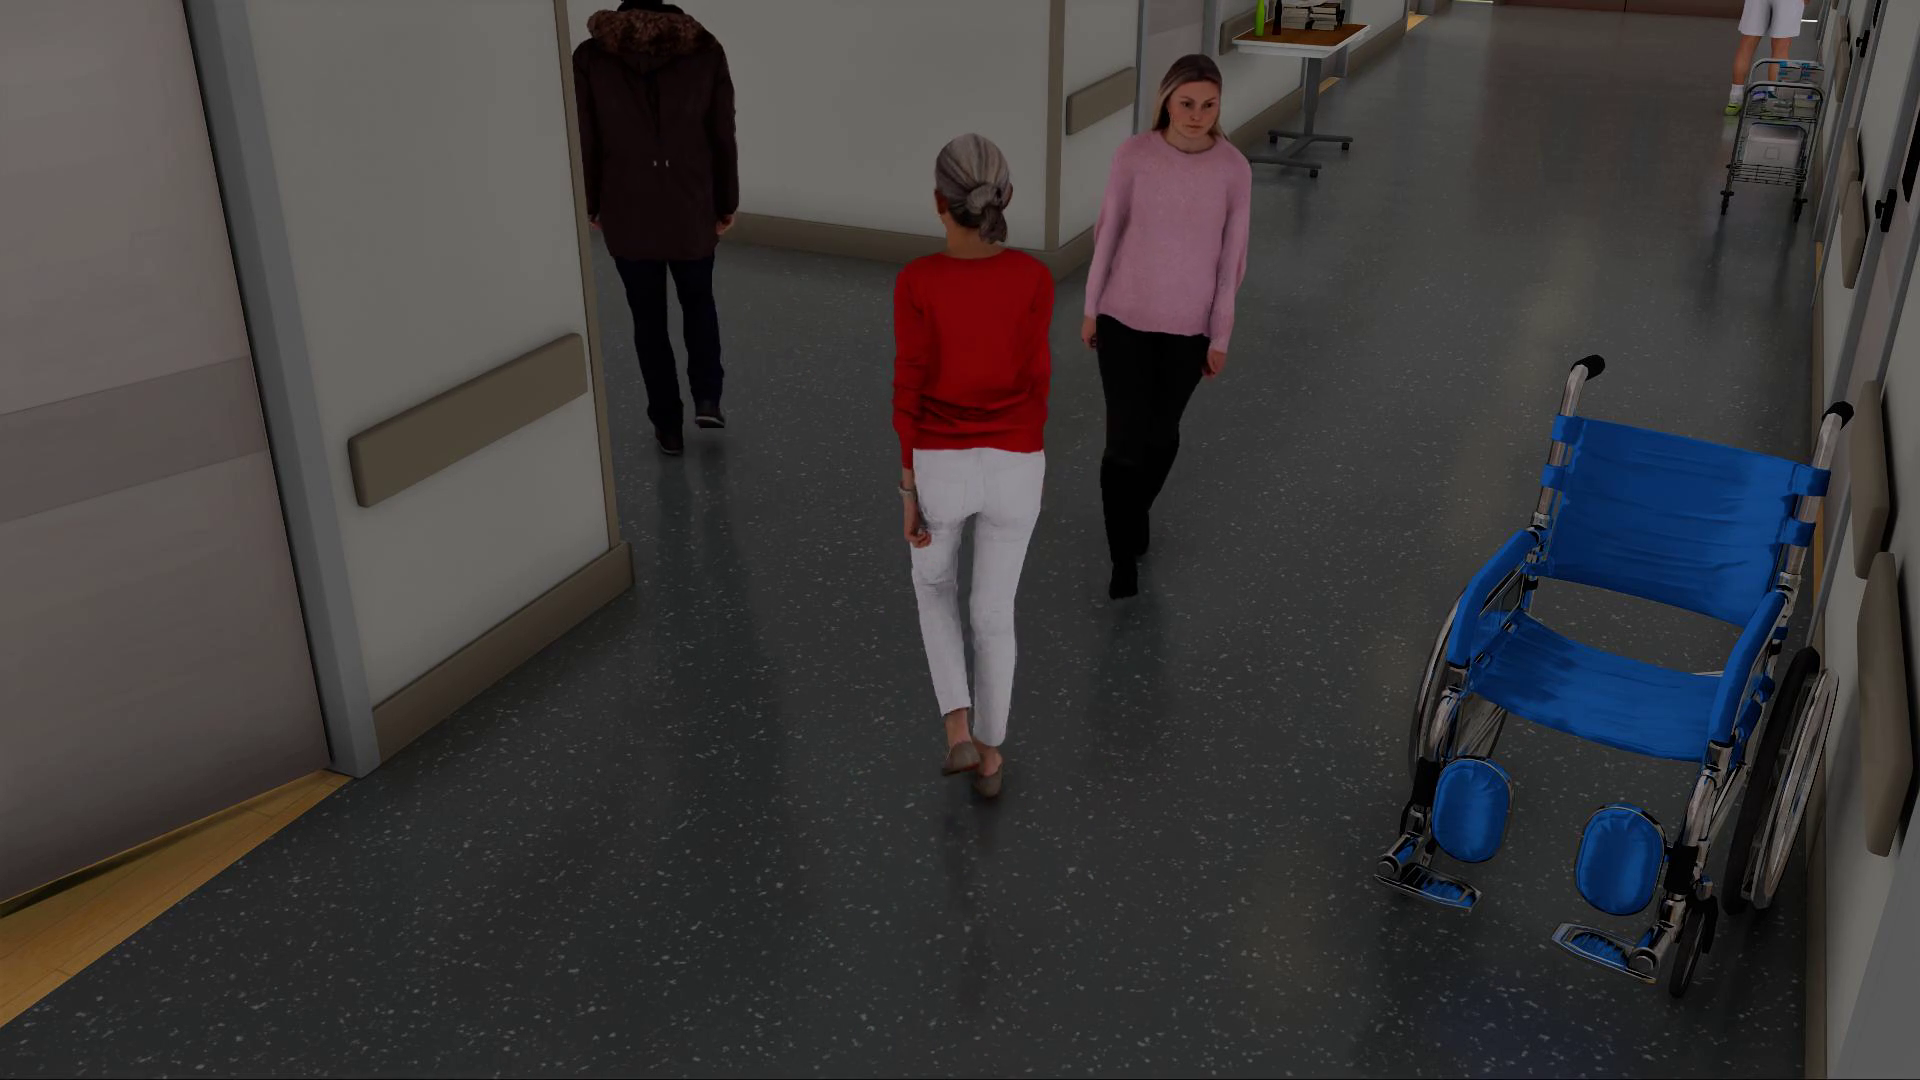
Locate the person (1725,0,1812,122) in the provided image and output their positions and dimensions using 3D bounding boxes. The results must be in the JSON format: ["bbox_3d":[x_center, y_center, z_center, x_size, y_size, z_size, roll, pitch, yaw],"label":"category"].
[{"bbox_3d":[5.760,-3.919,11.708,0.703,1.840,0.672,23,34,38],"label":"person"}]

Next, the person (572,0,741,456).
[{"bbox_3d":[-1.078,-1.170,6.013,0.872,1.834,0.914,-7,27,-14],"label":"person"}]

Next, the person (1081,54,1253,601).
[{"bbox_3d":[0.628,-0.693,5.243,0.884,1.646,1.082,3,26,5],"label":"person"}]

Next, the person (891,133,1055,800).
[{"bbox_3d":[0.047,-0.088,3.947,0.692,1.681,0.777,-1,26,-2],"label":"person"}]
